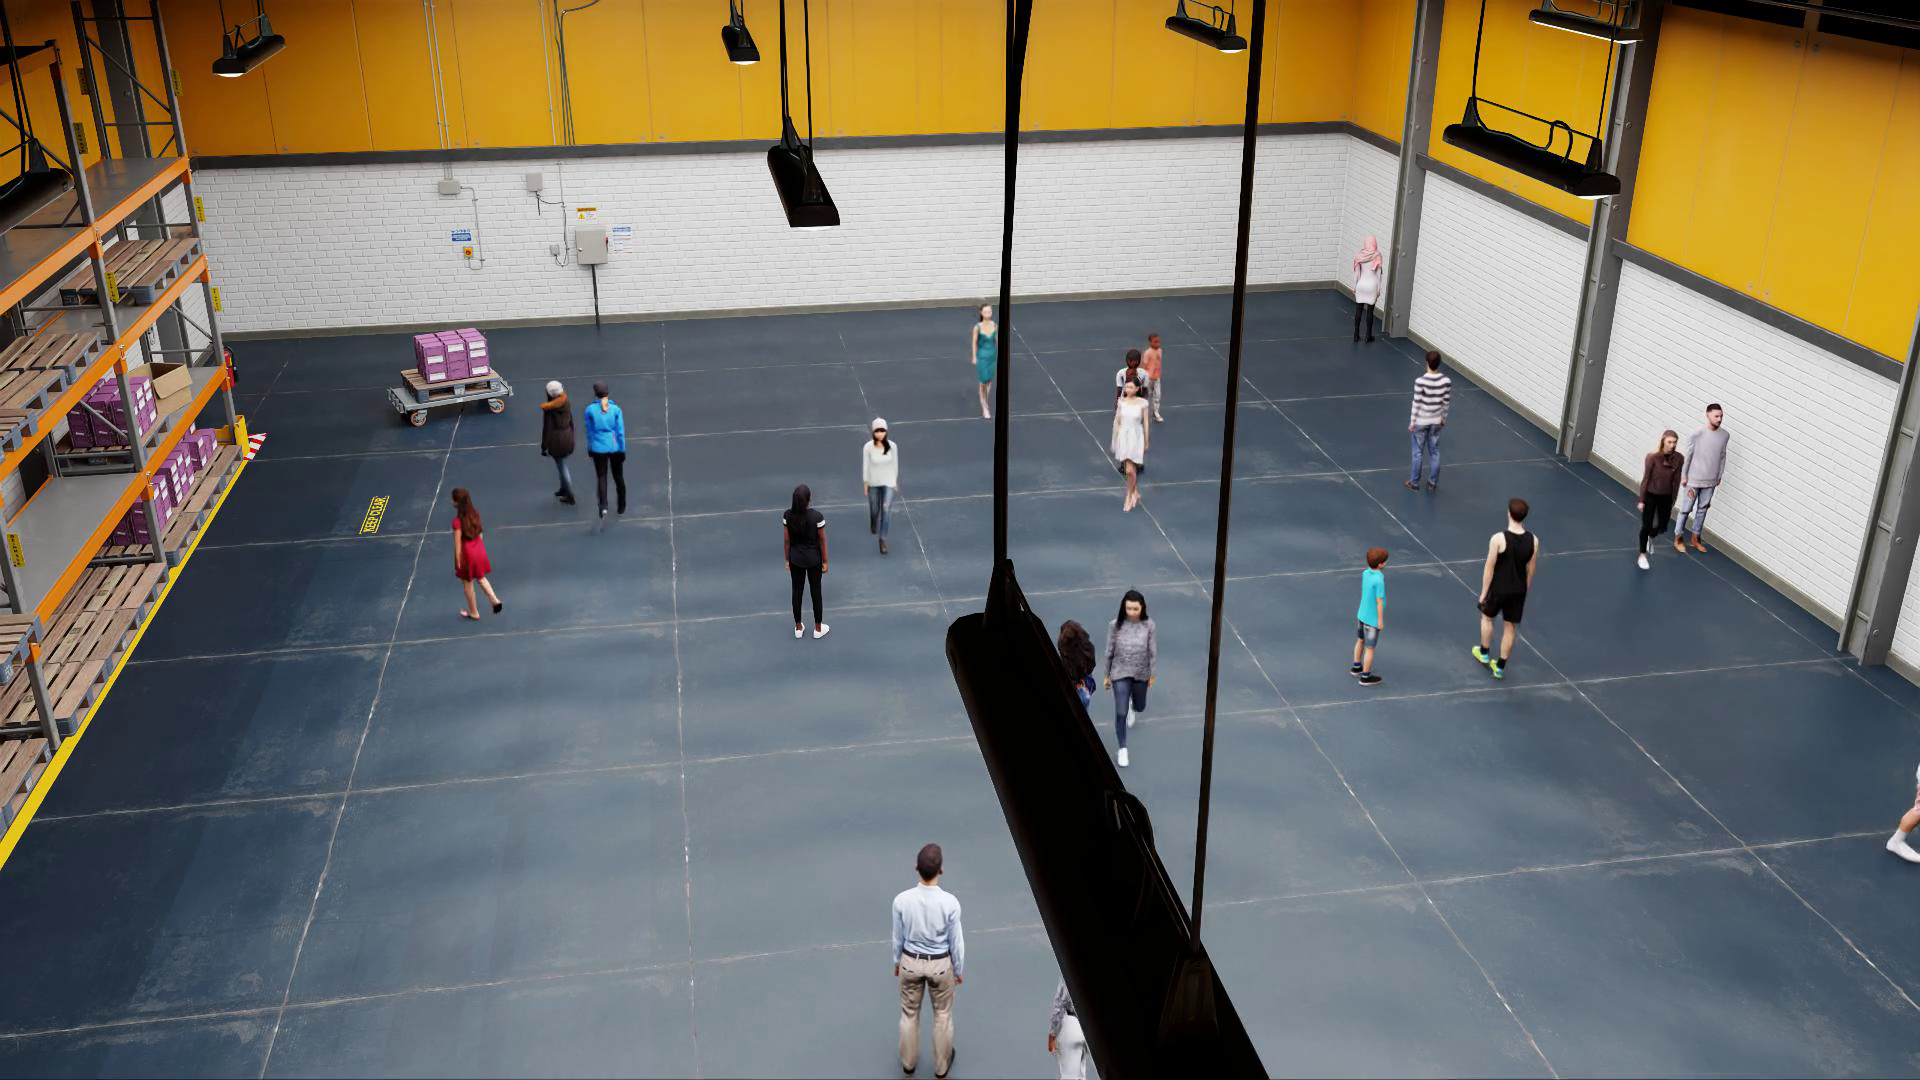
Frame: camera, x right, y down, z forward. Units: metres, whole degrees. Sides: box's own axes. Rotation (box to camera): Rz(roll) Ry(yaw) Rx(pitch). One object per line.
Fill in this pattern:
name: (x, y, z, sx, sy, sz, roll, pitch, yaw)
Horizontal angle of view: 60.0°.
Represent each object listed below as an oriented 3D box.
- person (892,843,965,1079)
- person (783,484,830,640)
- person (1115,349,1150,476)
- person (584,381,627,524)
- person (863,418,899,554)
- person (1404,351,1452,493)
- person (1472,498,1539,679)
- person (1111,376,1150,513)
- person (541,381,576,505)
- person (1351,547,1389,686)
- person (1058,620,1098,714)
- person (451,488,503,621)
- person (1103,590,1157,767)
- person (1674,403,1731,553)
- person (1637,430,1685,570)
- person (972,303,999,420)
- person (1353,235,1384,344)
person: (-0.227, 2.895, 11.345, 0.710, 1.845, 0.695, 2, 24, 5)
person: (-1.636, 0.216, 17.620, 0.688, 1.729, 0.669, 4, 24, 9)
person: (2.277, -1.706, 22.027, 0.613, 1.719, 0.570, 0, 24, -1)
person: (-4.376, -1.051, 20.456, 0.625, 1.779, 0.976, -2, 24, -4)
person: (-0.946, -0.687, 19.804, 0.562, 1.633, 0.824, -4, 24, -9)
person: (6.043, -1.534, 21.473, 0.651, 1.849, 0.515, -3, 24, -8)
person: (5.526, 0.526, 16.726, 0.787, 1.876, 0.859, 0, 24, -1)
person: (2.178, -1.228, 20.887, 0.808, 1.757, 0.873, 12, 27, 26)
person: (-4.996, -1.220, 21.032, 0.846, 1.627, 0.780, 12, 26, 25)
person: (4.131, 0.743, 16.762, 0.579, 1.449, 0.426, -5, 24, -11)
person: (1.012, 1.445, 14.946, 0.687, 1.618, 0.686, -16, 28, -32)
person: (-5.234, 0.165, 17.973, 0.868, 1.539, 0.820, 14, 27, 29)
person: (1.563, 1.204, 15.384, 0.752, 1.708, 1.014, 0, 24, 1)
person: (8.782, -0.761, 19.717, 0.697, 1.839, 0.605, -1, 24, -3)
person: (8.076, -0.510, 19.329, 0.707, 1.690, 0.804, 2, 24, 4)
person: (0.365, -2.644, 24.244, 0.666, 1.663, 0.879, -9, 25, -20)
person: (6.752, -4.174, 27.573, 0.737, 1.800, 0.777, 12, 26, 25)
